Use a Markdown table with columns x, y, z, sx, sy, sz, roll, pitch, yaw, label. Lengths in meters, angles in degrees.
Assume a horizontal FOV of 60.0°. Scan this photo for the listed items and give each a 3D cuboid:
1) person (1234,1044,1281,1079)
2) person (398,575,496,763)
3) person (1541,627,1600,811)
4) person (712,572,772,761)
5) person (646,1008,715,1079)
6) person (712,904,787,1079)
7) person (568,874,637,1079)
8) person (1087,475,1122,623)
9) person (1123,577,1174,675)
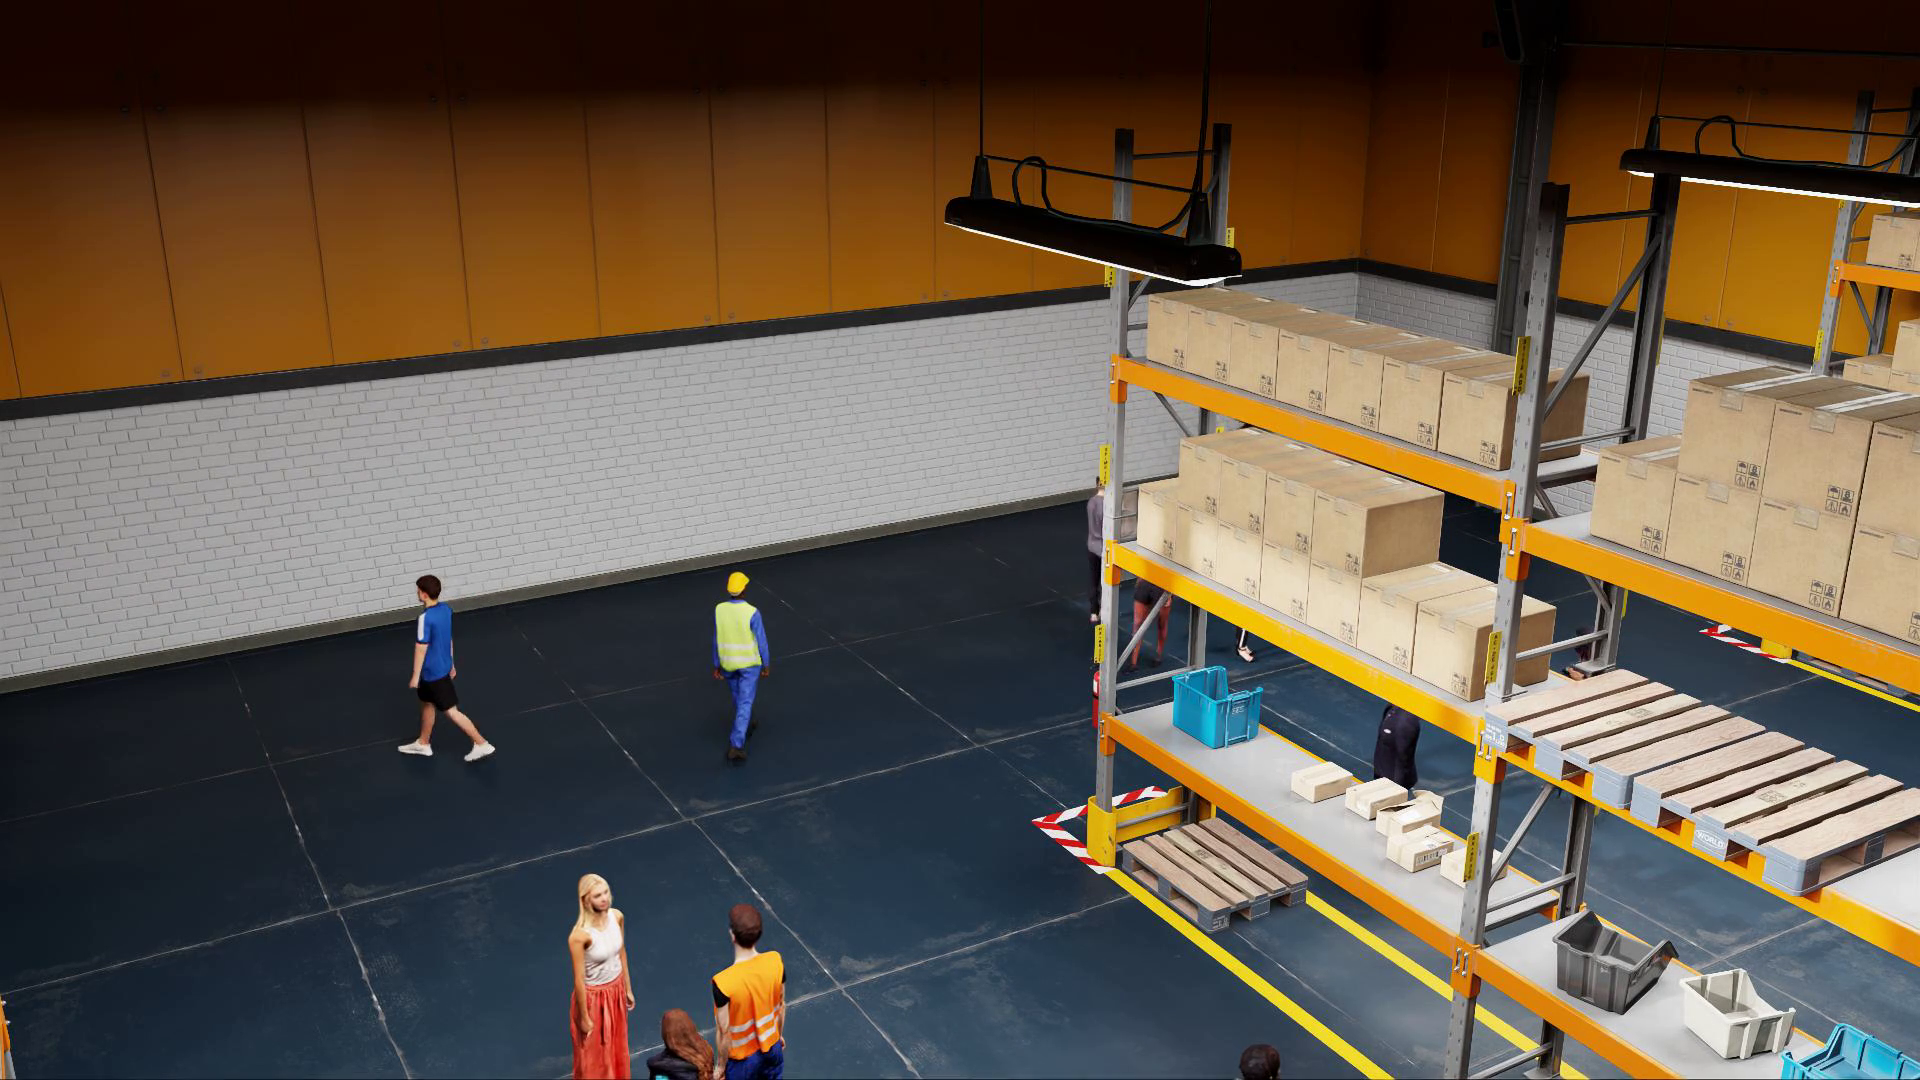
| x | y | z | sx | sy | sz | roll | pitch | yaw | label |
| --- | --- | --- | --- | --- | --- | --- | --- | --- | --- |
| 1.600 | 3.490 | 9.194 | 0.658 | 1.584 | 0.443 | -13 | 22 | -33 | person |
| -4.797 | 1.234 | 15.502 | 1.133 | 1.832 | 1.239 | 1 | 19 | 2 | person |
| 5.461 | 1.611 | 14.597 | 0.778 | 1.695 | 0.990 | -16 | 24 | -39 | person |
| -2.096 | 1.210 | 15.658 | 1.175 | 1.778 | 1.260 | 4 | 19 | 12 | person |
| -1.554 | 3.412 | 9.579 | 0.865 | 1.485 | 0.780 | 9 | 21 | 25 | person |
| -1.247 | 3.056 | 10.005 | 0.722 | 1.888 | 0.698 | -16 | 25 | -40 | person |
| -2.281 | 2.922 | 10.535 | 0.735 | 1.803 | 0.718 | 11 | 21 | 29 | person |
| 1.569 | 0.118 | 18.934 | 0.778 | 1.757 | 0.629 | -16 | 25 | -40 | person |
| 2.105 | 0.552 | 17.718 | 1.023 | 1.710 | 1.023 | 7 | 20 | 20 | person |
